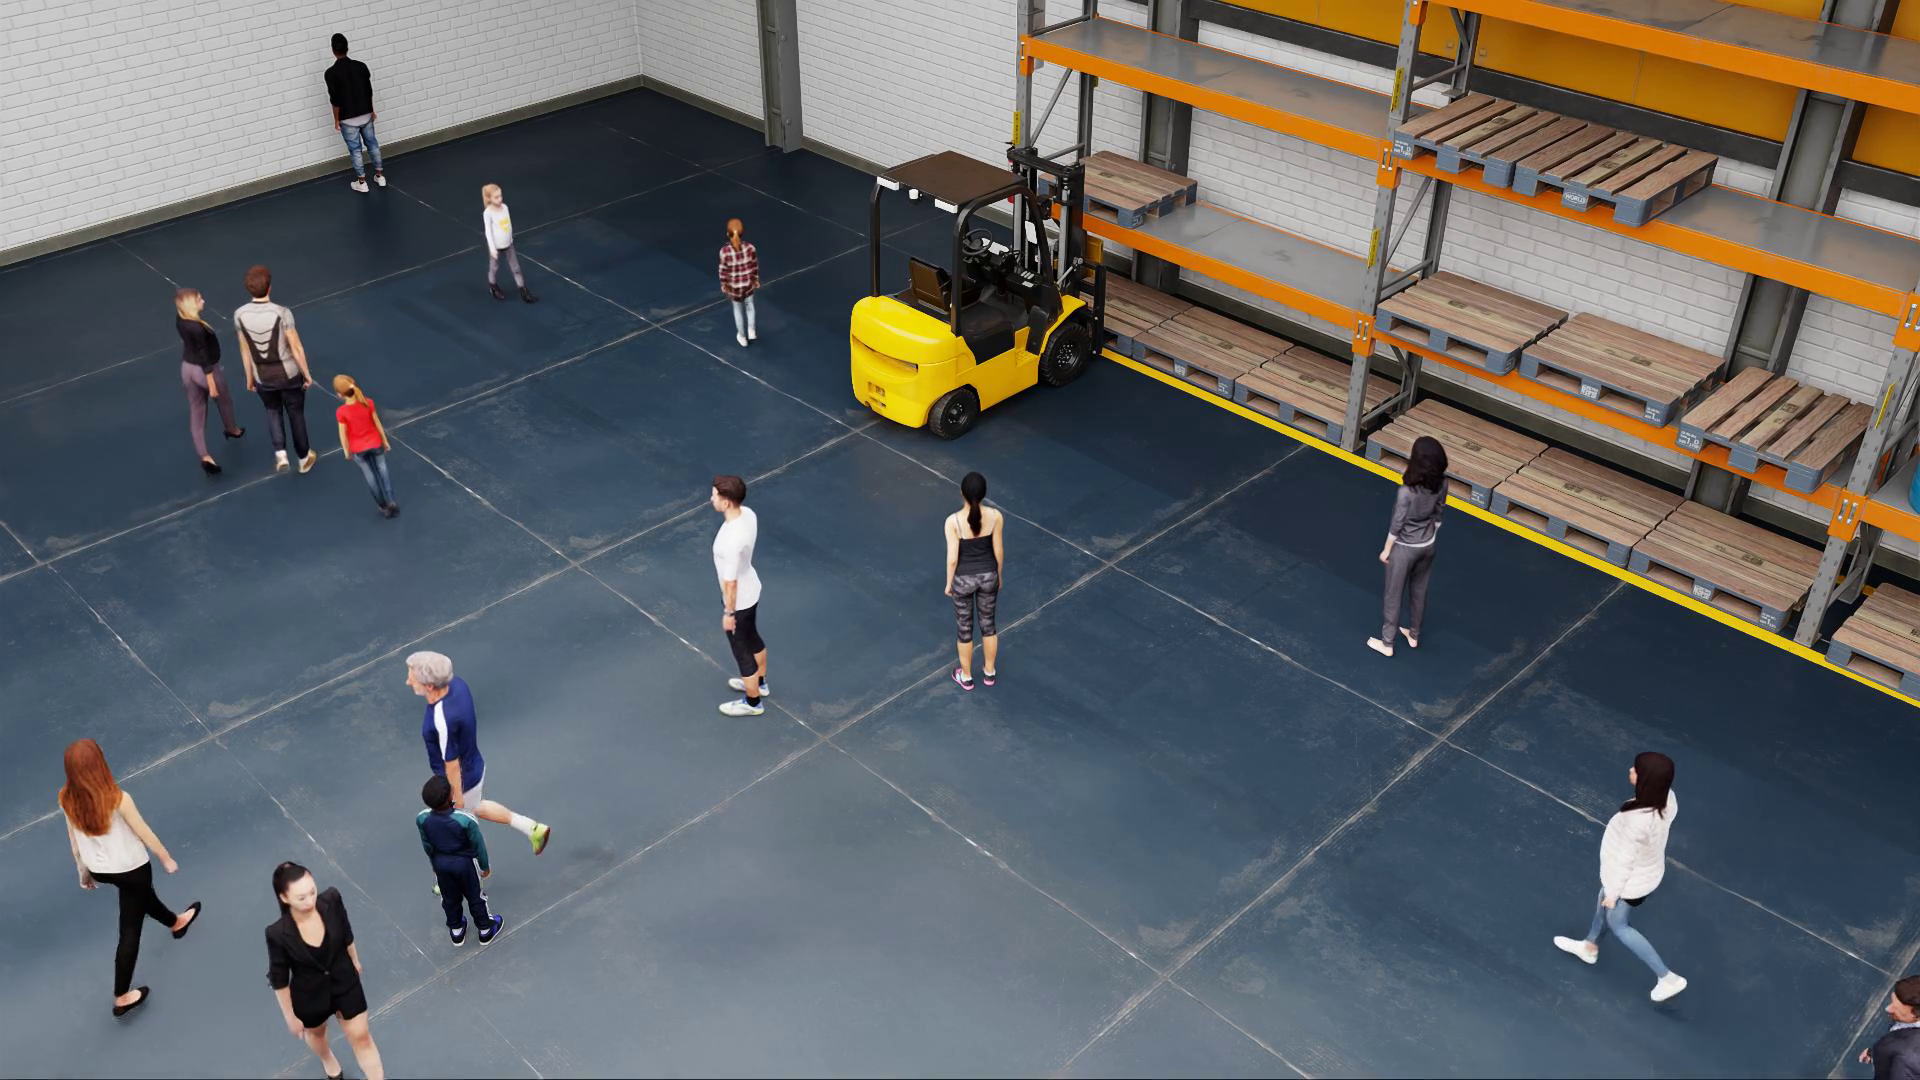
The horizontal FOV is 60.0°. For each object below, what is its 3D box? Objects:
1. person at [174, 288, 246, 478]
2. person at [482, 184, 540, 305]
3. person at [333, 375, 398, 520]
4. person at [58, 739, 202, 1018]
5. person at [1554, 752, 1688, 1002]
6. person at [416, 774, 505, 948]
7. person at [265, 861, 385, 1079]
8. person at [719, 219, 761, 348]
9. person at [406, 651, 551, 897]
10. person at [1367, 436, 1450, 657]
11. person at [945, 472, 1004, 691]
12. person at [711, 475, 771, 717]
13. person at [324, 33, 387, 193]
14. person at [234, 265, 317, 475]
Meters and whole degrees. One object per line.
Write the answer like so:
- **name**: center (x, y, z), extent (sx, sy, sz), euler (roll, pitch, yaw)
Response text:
- **person**: center (-6.380, -1.288, 13.954), extent (0.958, 1.618, 0.851), euler (16, 37, 23)
- **person**: center (-4.703, -2.995, 16.857), extent (0.907, 1.246, 0.589), euler (23, 40, 30)
- **person**: center (-4.759, -0.720, 13.388), extent (0.545, 1.300, 0.550), euler (-19, 38, -26)
- **person**: center (-4.663, 1.870, 9.148), extent (1.124, 1.678, 1.041), euler (8, 34, 11)
- **person**: center (3.798, 1.871, 9.202), extent (1.000, 1.617, 0.683), euler (24, 41, 32)
- **person**: center (-2.903, 1.842, 9.570), extent (0.564, 1.257, 0.630), euler (2, 34, 2)
- **person**: center (-3.323, 2.266, 8.567), extent (0.632, 1.662, 0.912), euler (-27, 42, -34)
- **person**: center (-2.095, -2.451, 15.989), extent (0.619, 1.302, 0.638), euler (-11, 35, -16)
- **person**: center (-2.872, 1.362, 9.782), extent (1.028, 1.822, 1.027), euler (-6, 34, -9)
- **person**: center (3.211, 0.050, 11.809), extent (0.659, 1.765, 0.637), euler (-13, 36, -19)
- **person**: center (0.102, 0.285, 11.486), extent (0.665, 1.730, 0.690), euler (-8, 34, -12)
- **person**: center (-1.485, 0.365, 11.258), extent (0.781, 1.850, 0.738), euler (2, 34, 3)
- **person**: center (-7.024, -4.962, 19.304), extent (0.681, 1.815, 0.577), euler (-28, 43, -35)
- **person**: center (-5.685, -1.336, 13.791), extent (0.886, 1.878, 0.954), euler (-4, 34, -7)
